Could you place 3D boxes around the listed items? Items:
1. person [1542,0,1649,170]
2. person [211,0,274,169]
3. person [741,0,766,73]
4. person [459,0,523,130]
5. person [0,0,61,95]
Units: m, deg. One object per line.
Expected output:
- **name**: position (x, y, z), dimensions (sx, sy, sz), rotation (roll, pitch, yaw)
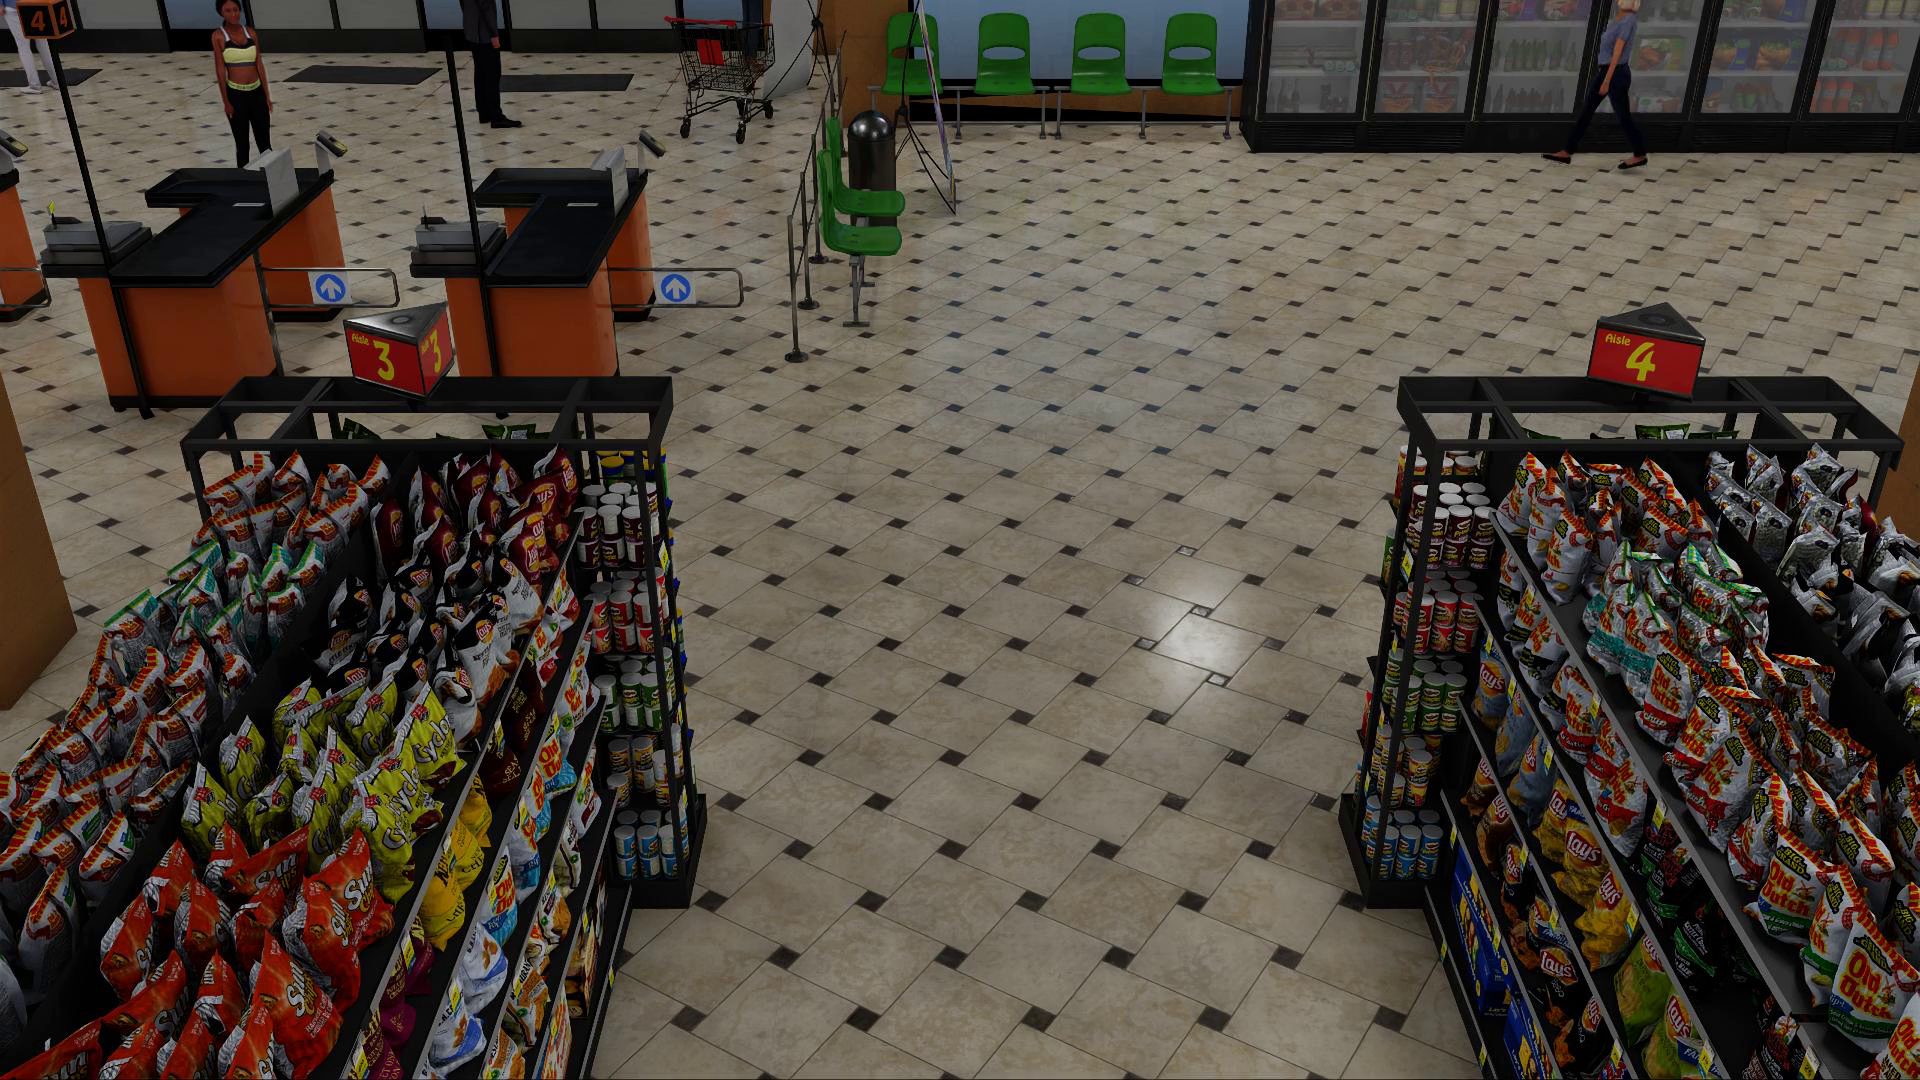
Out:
- **person**: position (5.915, -4.104, 14.812), dimensions (0.850, 1.680, 1.130), rotation (7, 29, 13)
- **person**: position (-6.012, -3.699, 13.991), dimensions (0.639, 1.755, 0.693), rotation (-24, 37, -37)
- **person**: position (-2.318, -6.107, 18.365), dimensions (0.738, 1.791, 0.622), rotation (-15, 32, -26)
- **person**: position (-4.666, -4.986, 16.258), dimensions (0.862, 1.842, 0.774), rotation (-21, 35, -34)
- **person**: position (-9.852, -5.652, 17.430), dimensions (0.806, 1.888, 0.706), rotation (17, 33, 28)
